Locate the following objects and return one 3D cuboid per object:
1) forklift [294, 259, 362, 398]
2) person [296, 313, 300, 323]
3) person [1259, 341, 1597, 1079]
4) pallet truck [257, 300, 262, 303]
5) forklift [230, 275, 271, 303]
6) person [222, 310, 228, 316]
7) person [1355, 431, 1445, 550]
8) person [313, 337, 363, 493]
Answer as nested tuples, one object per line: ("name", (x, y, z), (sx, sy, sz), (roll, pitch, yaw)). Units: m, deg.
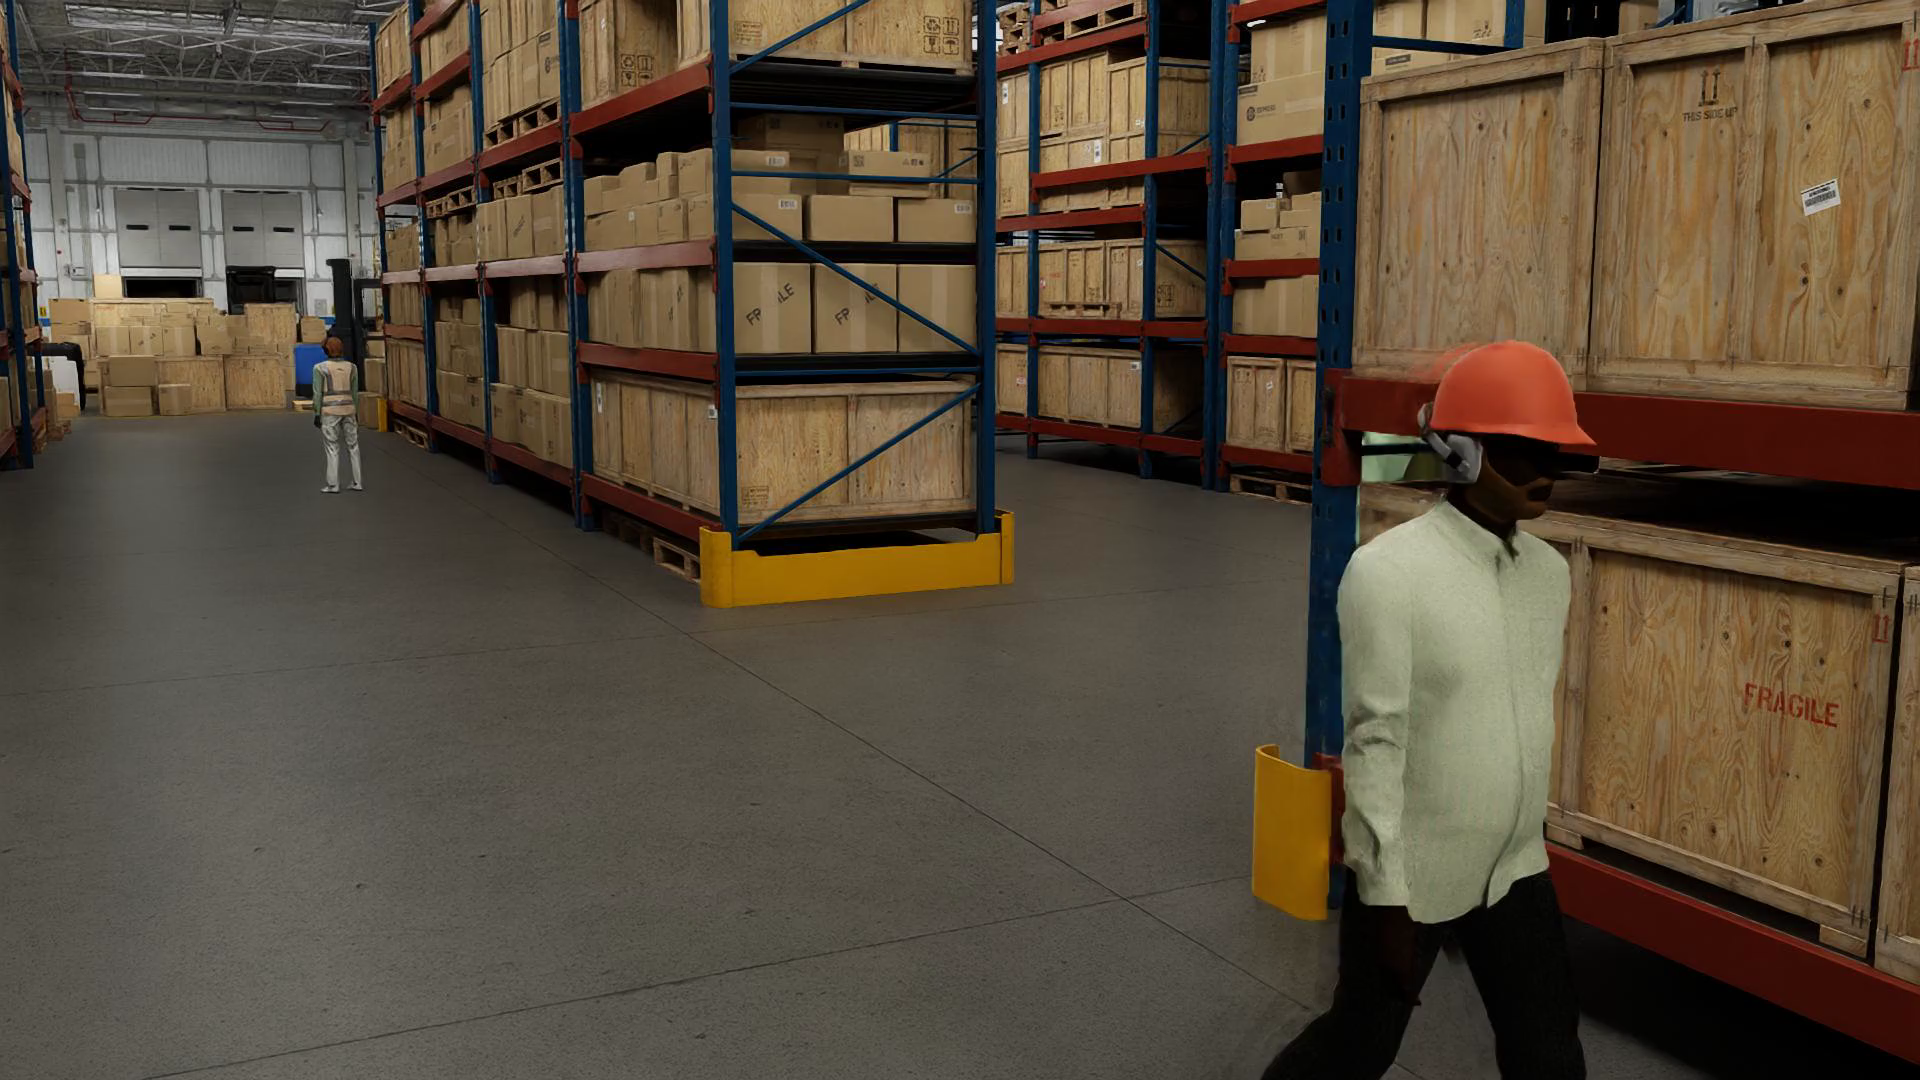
("forklift", (-12.554, -4.313, 33.833), (1.873, 2.768, 1.129), (-3, 9, -17))
("person", (-21.528, -6.687, 53.660), (0.617, 1.868, 0.410), (0, 8, 3))
("person", (0.891, 0.590, 3.220), (0.620, 1.958, 0.981), (-5, 10, -30))
("pallet truck", (-23.913, -7.404, 58.171), (1.885, 1.965, 0.823), (-1, 8, -9))
("forklift", (-17.379, -5.329, 40.839), (1.129, 2.768, 1.873), (-4, 9, -26))
("person", (-27.035, -7.665, 61.252), (0.450, 1.621, 0.551), (-5, 10, -31))
("person", (1.837, 0.123, 6.812), (0.530, 1.831, 0.595), (-3, 9, -19))
("person", (-6.497, -1.301, 17.357), (0.315, 1.630, 0.511), (6, 10, 37))
